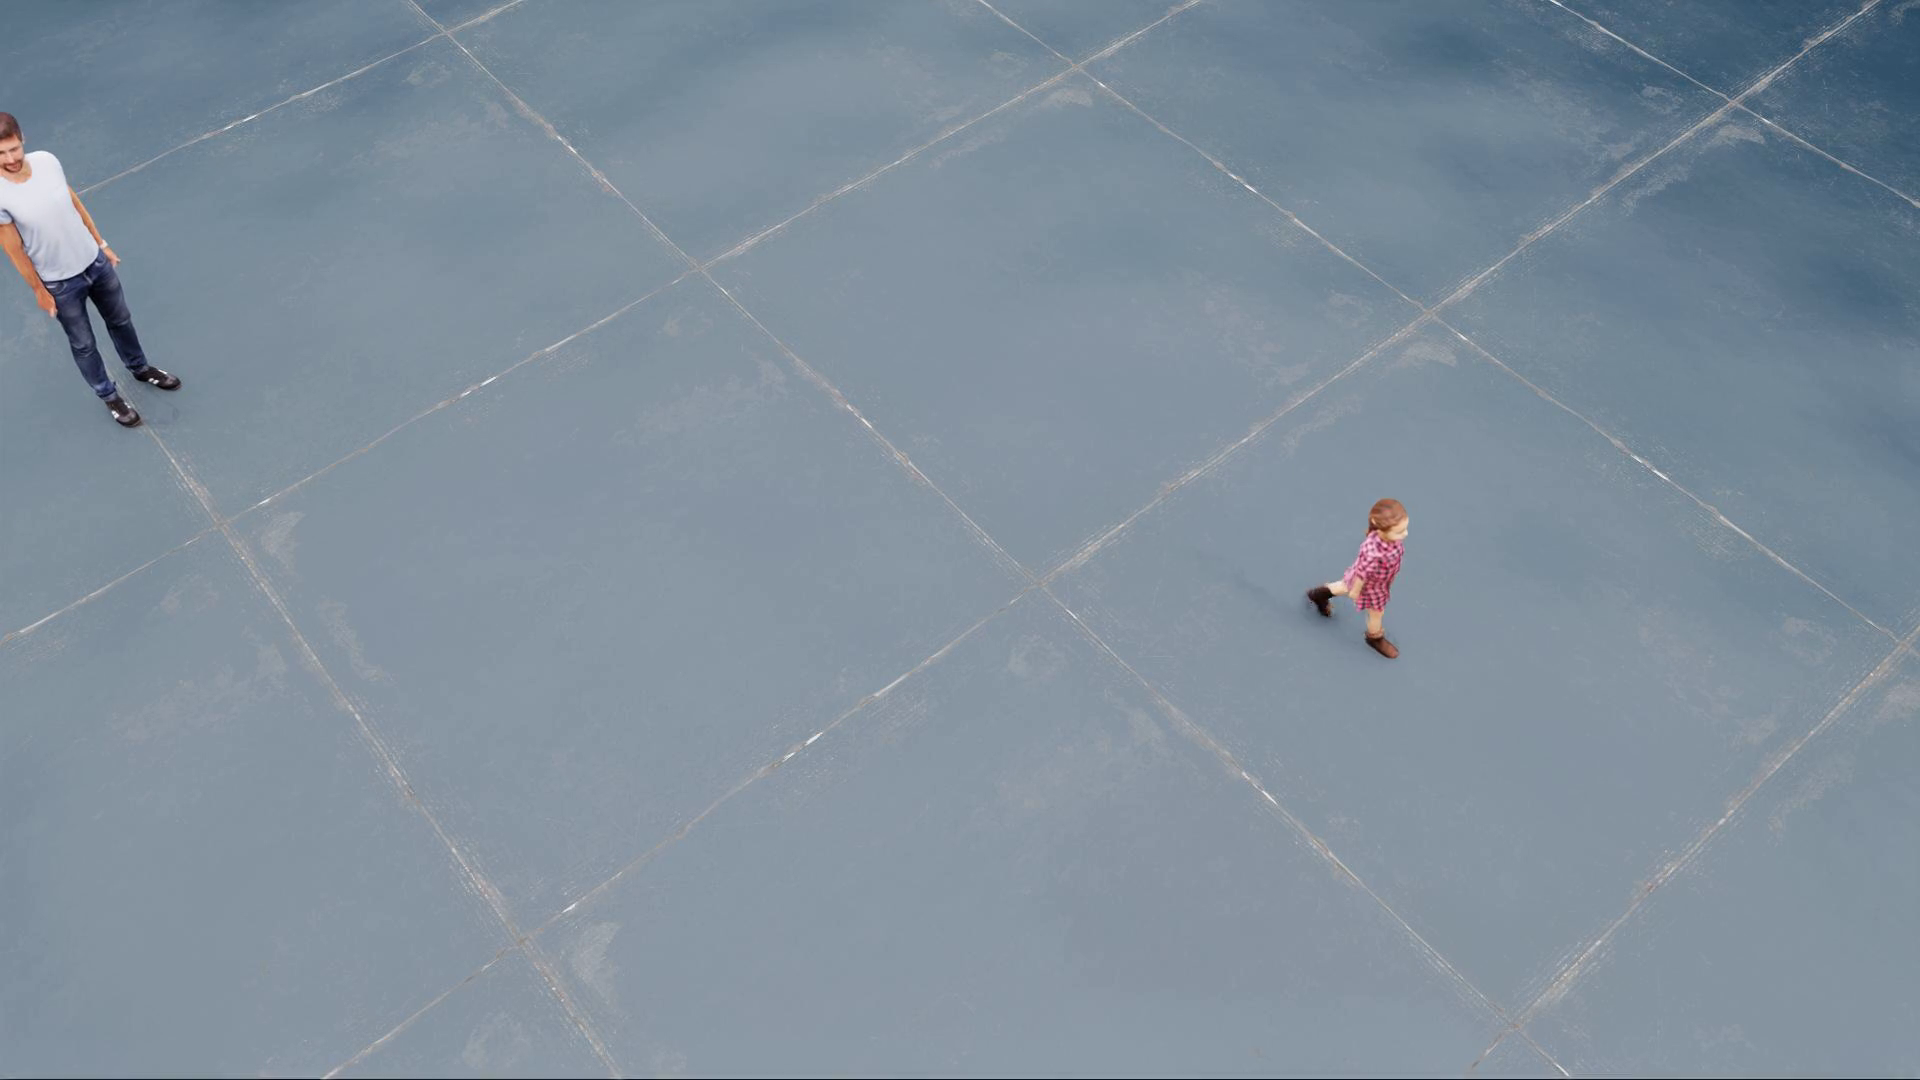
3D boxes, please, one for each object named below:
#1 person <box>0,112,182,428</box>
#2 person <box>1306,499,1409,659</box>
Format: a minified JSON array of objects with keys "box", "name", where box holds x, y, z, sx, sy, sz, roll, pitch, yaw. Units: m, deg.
[{"box":[-4.528,-1.384,8.434,0.756,1.865,0.607,24,56,18],"name":"person"},{"box":[1.903,0.124,7.806,0.625,1.011,0.730,26,56,19],"name":"person"}]
